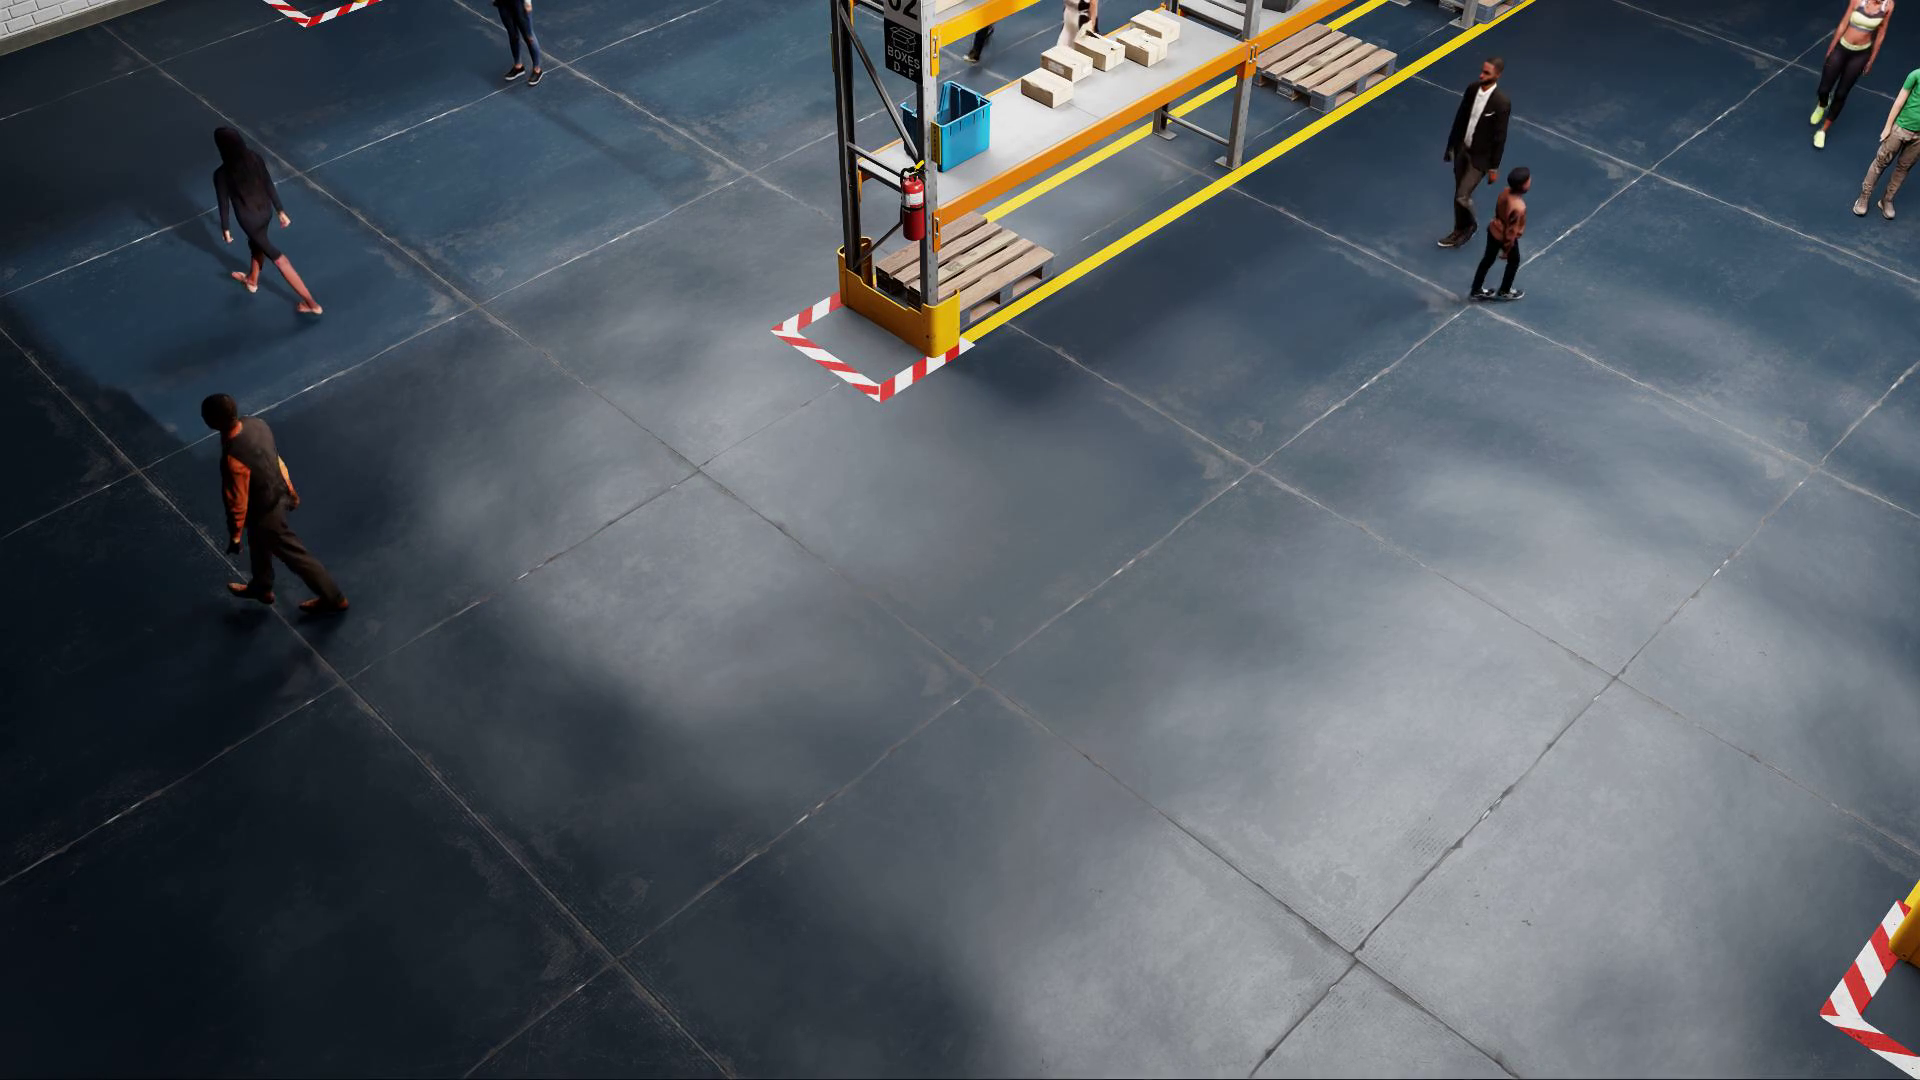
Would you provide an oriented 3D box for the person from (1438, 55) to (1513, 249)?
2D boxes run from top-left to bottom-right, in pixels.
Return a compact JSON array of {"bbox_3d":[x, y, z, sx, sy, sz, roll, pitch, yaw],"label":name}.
[{"bbox_3d":[4.450,-3.300,14.181,0.751,1.795,0.771,-20,47,-20],"label":"person"}]

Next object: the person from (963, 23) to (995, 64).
[{"bbox_3d":[0.268,-5.824,16.792,0.916,1.847,1.232,22,48,21],"label":"person"}]

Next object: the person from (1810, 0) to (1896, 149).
[{"bbox_3d":[8.322,-4.562,15.545,0.697,1.740,0.840,20,47,20],"label":"person"}]

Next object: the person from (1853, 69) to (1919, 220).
[{"bbox_3d":[8.355,-3.624,14.624,0.672,1.652,0.690,8,44,9],"label":"person"}]

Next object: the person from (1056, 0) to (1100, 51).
[{"bbox_3d":[1.220,-4.857,15.880,1.085,1.705,0.676,-32,52,-29],"label":"person"}]

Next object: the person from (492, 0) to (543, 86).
[{"bbox_3d":[-4.404,-5.327,16.382,0.688,1.693,0.668,17,46,17],"label":"person"}]

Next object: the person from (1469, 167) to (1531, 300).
[{"bbox_3d":[4.426,-2.510,13.752,0.767,1.242,0.681,-9,44,-10],"label":"person"}]

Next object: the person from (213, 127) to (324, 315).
[{"bbox_3d":[-5.615,-2.531,13.469,0.961,1.663,1.202,18,47,18],"label":"person"}]

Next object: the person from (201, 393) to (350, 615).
[{"bbox_3d":[-4.414,-0.185,10.850,1.193,1.879,1.122,-1,44,-1],"label":"person"}]
